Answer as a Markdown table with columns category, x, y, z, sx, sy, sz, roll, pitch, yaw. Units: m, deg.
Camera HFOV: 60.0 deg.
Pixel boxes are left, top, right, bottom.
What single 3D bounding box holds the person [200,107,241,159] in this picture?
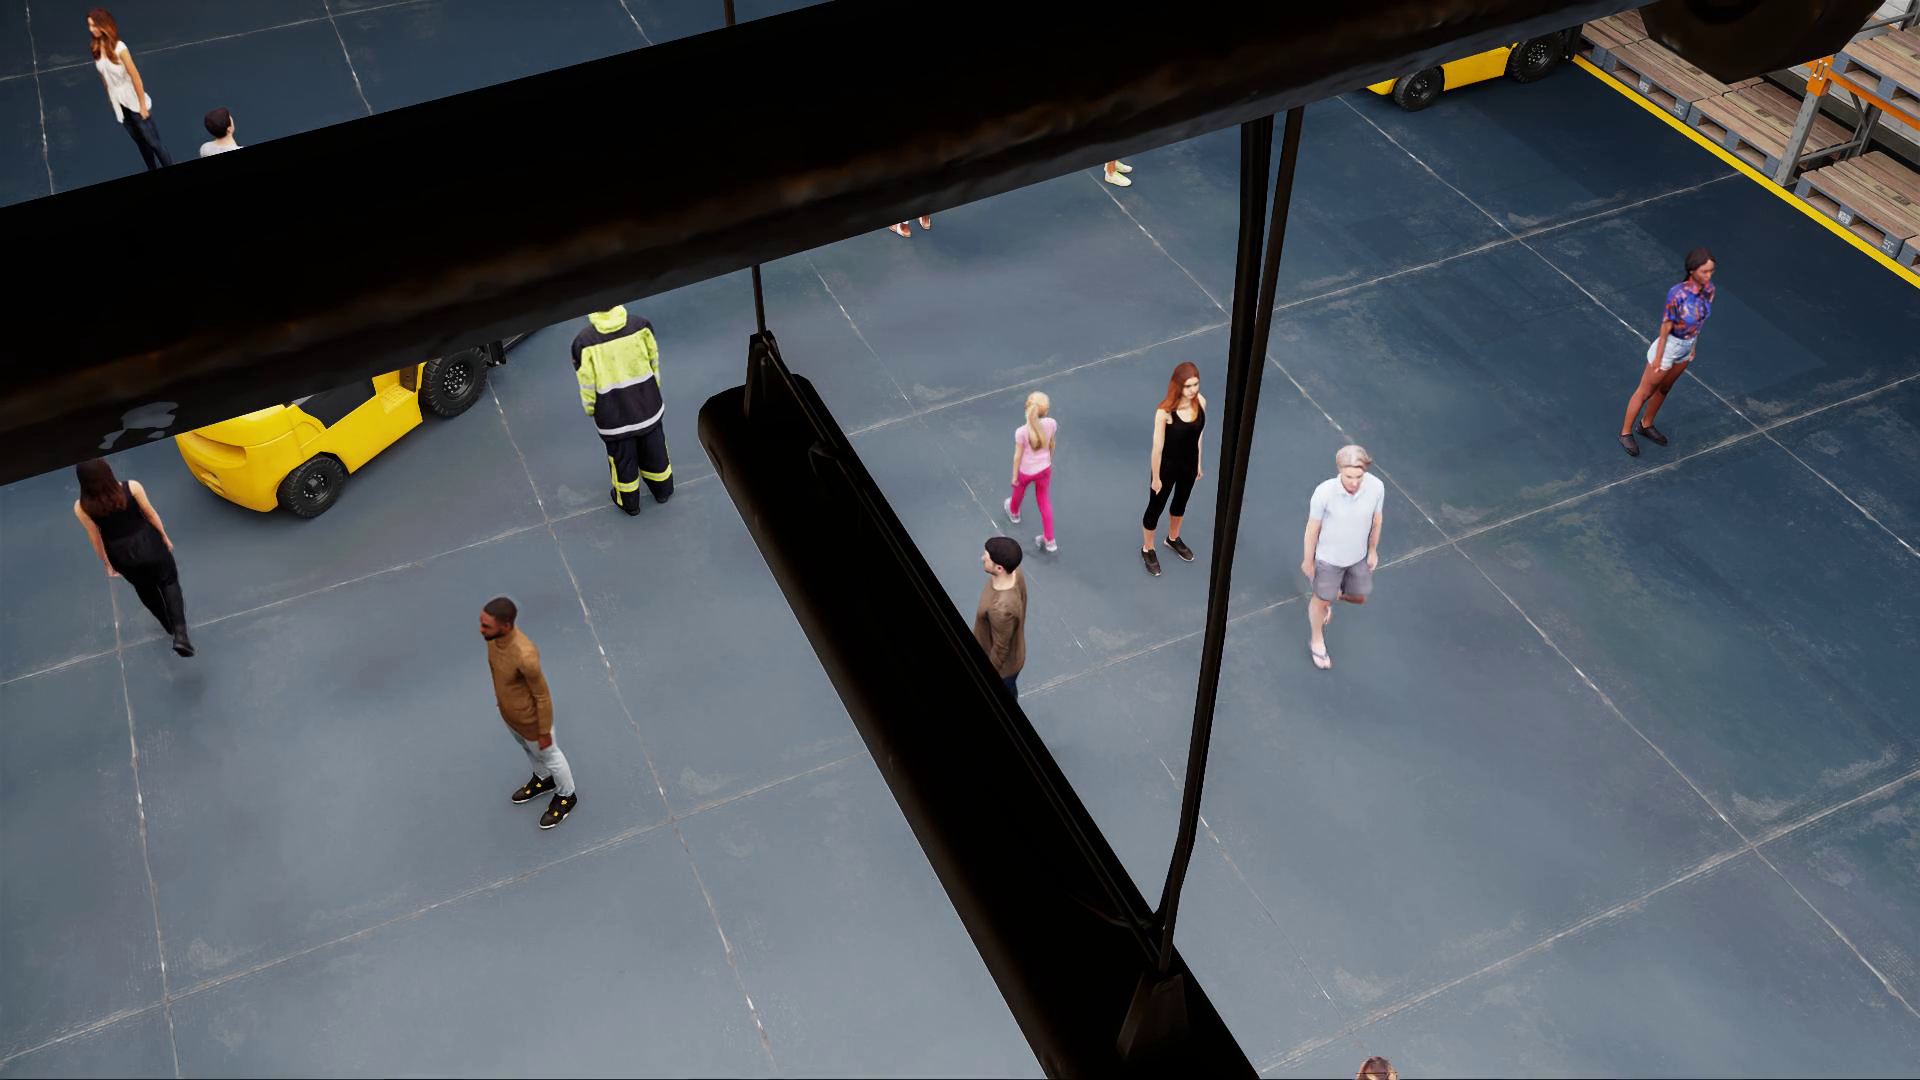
| category | x | y | z | sx | sy | sz | roll | pitch | yaw |
| --- | --- | --- | --- | --- | --- | --- | --- | --- | --- |
| person | -5.844 | -2.694 | 13.686 | 0.731 | 1.863 | 0.787 | 14 | 45 | 14 |

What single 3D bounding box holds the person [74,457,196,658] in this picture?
| category | x | y | z | sx | sy | sz | roll | pitch | yaw |
| --- | --- | --- | --- | --- | --- | --- | --- | --- | --- |
| person | -5.360 | 0.118 | 10.870 | 0.623 | 1.675 | 0.966 | -22 | 48 | -21 |

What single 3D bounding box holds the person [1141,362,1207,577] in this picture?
| category | x | y | z | sx | sy | sz | roll | pitch | yaw |
| --- | --- | --- | --- | --- | --- | --- | --- | --- | --- |
| person | 1.487 | -0.520 | 11.503 | 0.573 | 1.726 | 0.519 | -21 | 48 | -21 |

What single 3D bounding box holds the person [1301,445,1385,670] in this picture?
| category | x | y | z | sx | sy | sz | roll | pitch | yaw |
| --- | --- | --- | --- | --- | --- | --- | --- | --- | --- |
| person | 2.447 | 0.025 | 10.866 | 0.773 | 1.815 | 0.879 | -8 | 44 | -8 |

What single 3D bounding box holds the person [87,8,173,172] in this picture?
| category | x | y | z | sx | sy | sz | roll | pitch | yaw |
| --- | --- | --- | --- | --- | --- | --- | --- | --- | --- |
| person | -7.512 | -3.979 | 15.091 | 0.643 | 1.785 | 0.724 | 19 | 47 | 19 |

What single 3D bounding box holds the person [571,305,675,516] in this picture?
| category | x | y | z | sx | sy | sz | roll | pitch | yaw |
| --- | --- | --- | --- | --- | --- | --- | --- | --- | --- |
| person | -2.398 | -1.027 | 11.848 | 0.787 | 1.983 | 0.661 | -22 | 48 | -22 |

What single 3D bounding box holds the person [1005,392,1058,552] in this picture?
| category | x | y | z | sx | sy | sz | roll | pitch | yaw |
| --- | --- | --- | --- | --- | --- | --- | --- | --- | --- |
| person | 0.565 | -0.471 | 11.796 | 0.519 | 1.250 | 0.890 | -17 | 46 | -17 |

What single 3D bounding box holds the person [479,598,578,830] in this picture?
| category | x | y | z | sx | sy | sz | roll | pitch | yaw |
| --- | --- | --- | --- | --- | --- | --- | --- | --- | --- |
| person | -2.569 | 0.997 | 9.845 | 0.594 | 1.816 | 0.755 | 34 | 53 | 30 |

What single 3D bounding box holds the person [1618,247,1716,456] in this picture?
| category | x | y | z | sx | sy | sz | roll | pitch | yaw |
| --- | --- | --- | --- | --- | --- | --- | --- | --- | --- |
| person | 5.316 | -1.421 | 12.436 | 0.592 | 1.743 | 0.521 | -20 | 47 | -20 |

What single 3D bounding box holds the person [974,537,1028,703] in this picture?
| category | x | y | z | sx | sy | sz | roll | pitch | yaw |
| --- | --- | --- | --- | --- | --- | --- | --- | --- | --- |
| person | 0.251 | 0.676 | 10.129 | 0.801 | 1.889 | 0.686 | 3 | 44 | 3 |
